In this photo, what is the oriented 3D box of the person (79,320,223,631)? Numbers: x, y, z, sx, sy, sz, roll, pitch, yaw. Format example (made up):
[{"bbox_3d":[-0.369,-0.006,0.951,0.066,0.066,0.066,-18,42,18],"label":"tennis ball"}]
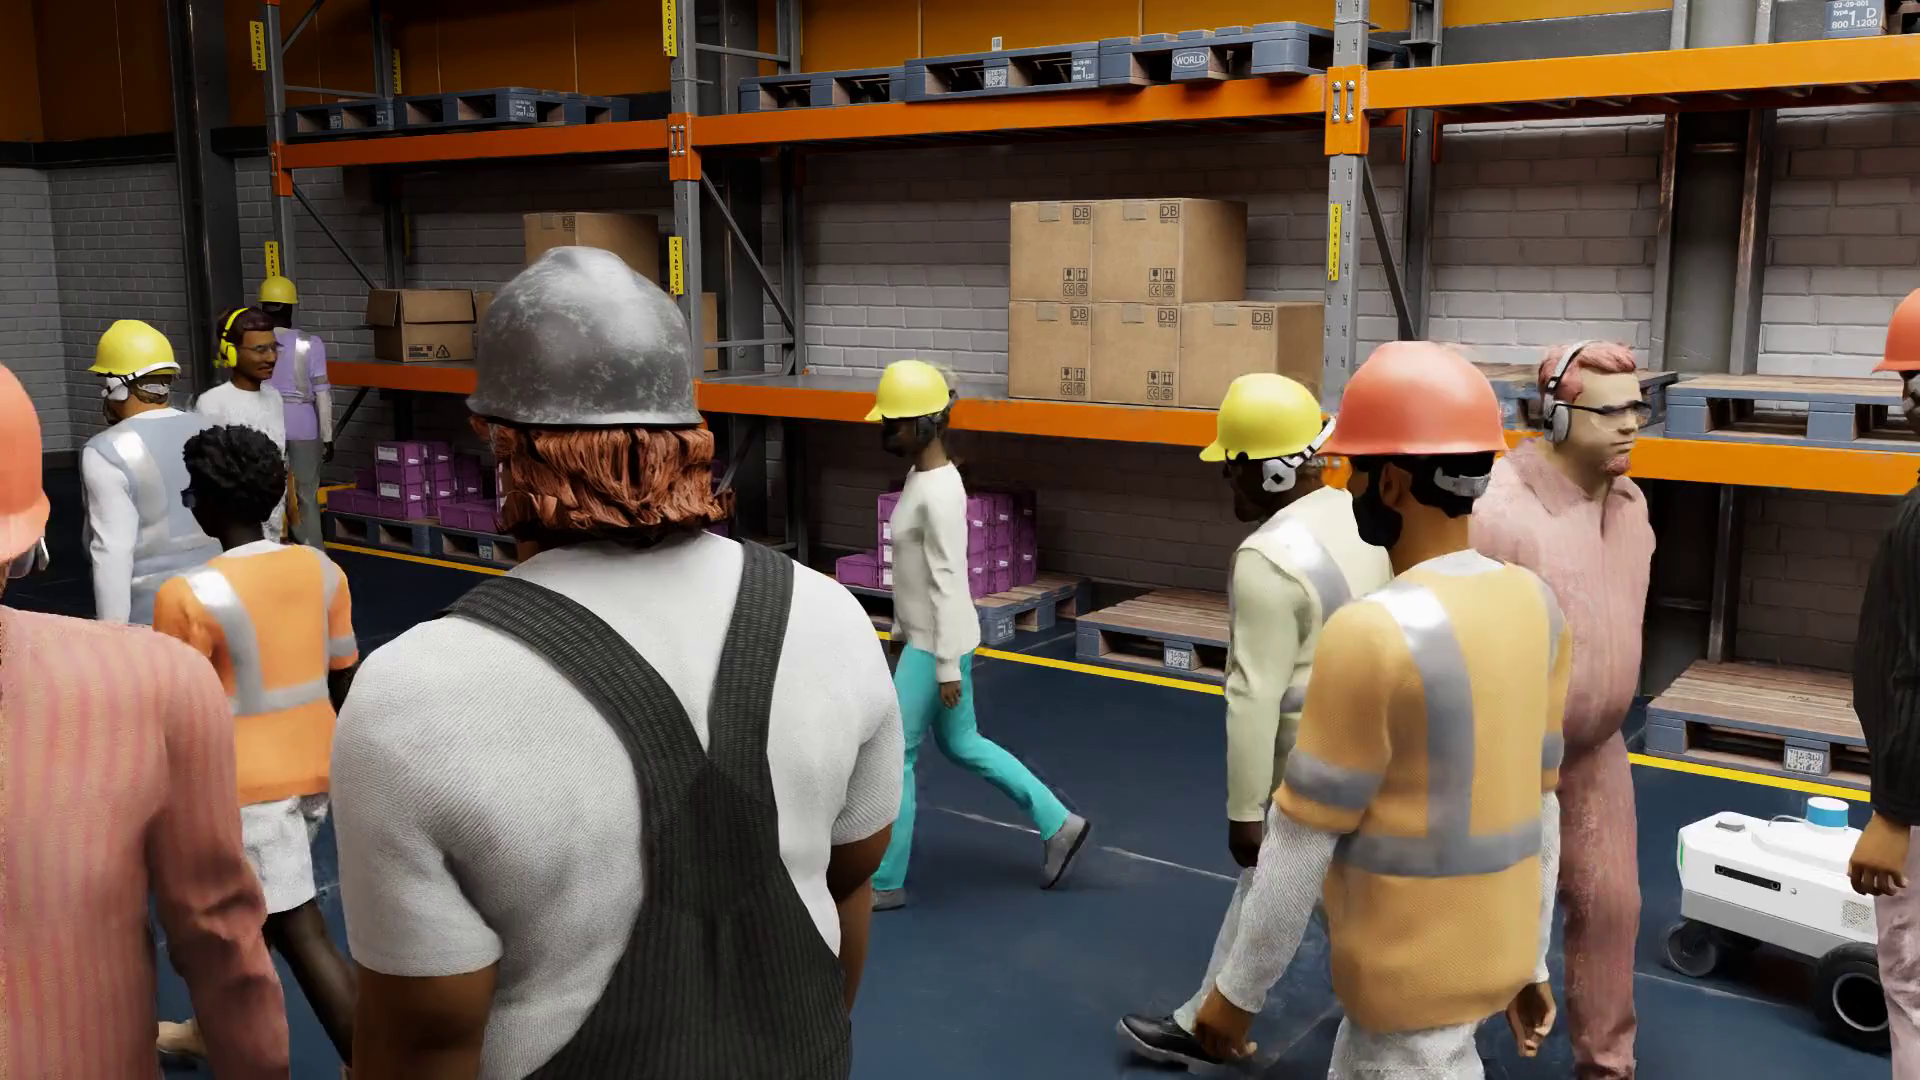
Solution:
[{"bbox_3d":[-2.624,0.204,5.442,0.404,1.835,0.590,3,10,15],"label":"person"}]

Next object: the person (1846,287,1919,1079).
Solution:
[{"bbox_3d":[1.965,0.476,3.354,0.611,1.990,0.392,-8,12,-40],"label":"person"}]

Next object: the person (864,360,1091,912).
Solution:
[{"bbox_3d":[-0.001,0.305,5.147,0.807,1.732,0.517,0,10,-2],"label":"person"}]

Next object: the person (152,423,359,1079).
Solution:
[{"bbox_3d":[-1.638,0.554,3.895,0.876,1.650,0.554,3,10,18],"label":"person"}]

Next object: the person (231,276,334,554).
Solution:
[{"bbox_3d":[-4.220,-0.678,10.411,0.588,1.927,0.365,-1,10,-6],"label":"person"}]

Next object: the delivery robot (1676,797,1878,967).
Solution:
[{"bbox_3d":[2.347,0.947,4.538,0.477,0.478,0.707,-8,12,-38],"label":"delivery robot"}]

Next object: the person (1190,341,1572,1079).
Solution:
[{"bbox_3d":[0.626,0.637,2.690,0.949,1.895,0.549,9,13,42],"label":"person"}]

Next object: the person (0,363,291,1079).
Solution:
[{"bbox_3d":[-1.135,0.736,1.912,0.686,1.960,0.665,-6,11,-32],"label":"person"}]

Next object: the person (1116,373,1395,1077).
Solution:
[{"bbox_3d":[0.829,0.503,3.856,0.916,1.773,0.601,6,11,31],"label":"person"}]

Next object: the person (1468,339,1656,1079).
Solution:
[{"bbox_3d":[1.286,0.453,3.906,0.663,1.864,0.905,-5,11,-27],"label":"person"}]

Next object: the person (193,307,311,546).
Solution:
[{"bbox_3d":[-2.787,0.012,6.550,0.448,1.849,0.525,0,10,2],"label":"person"}]
